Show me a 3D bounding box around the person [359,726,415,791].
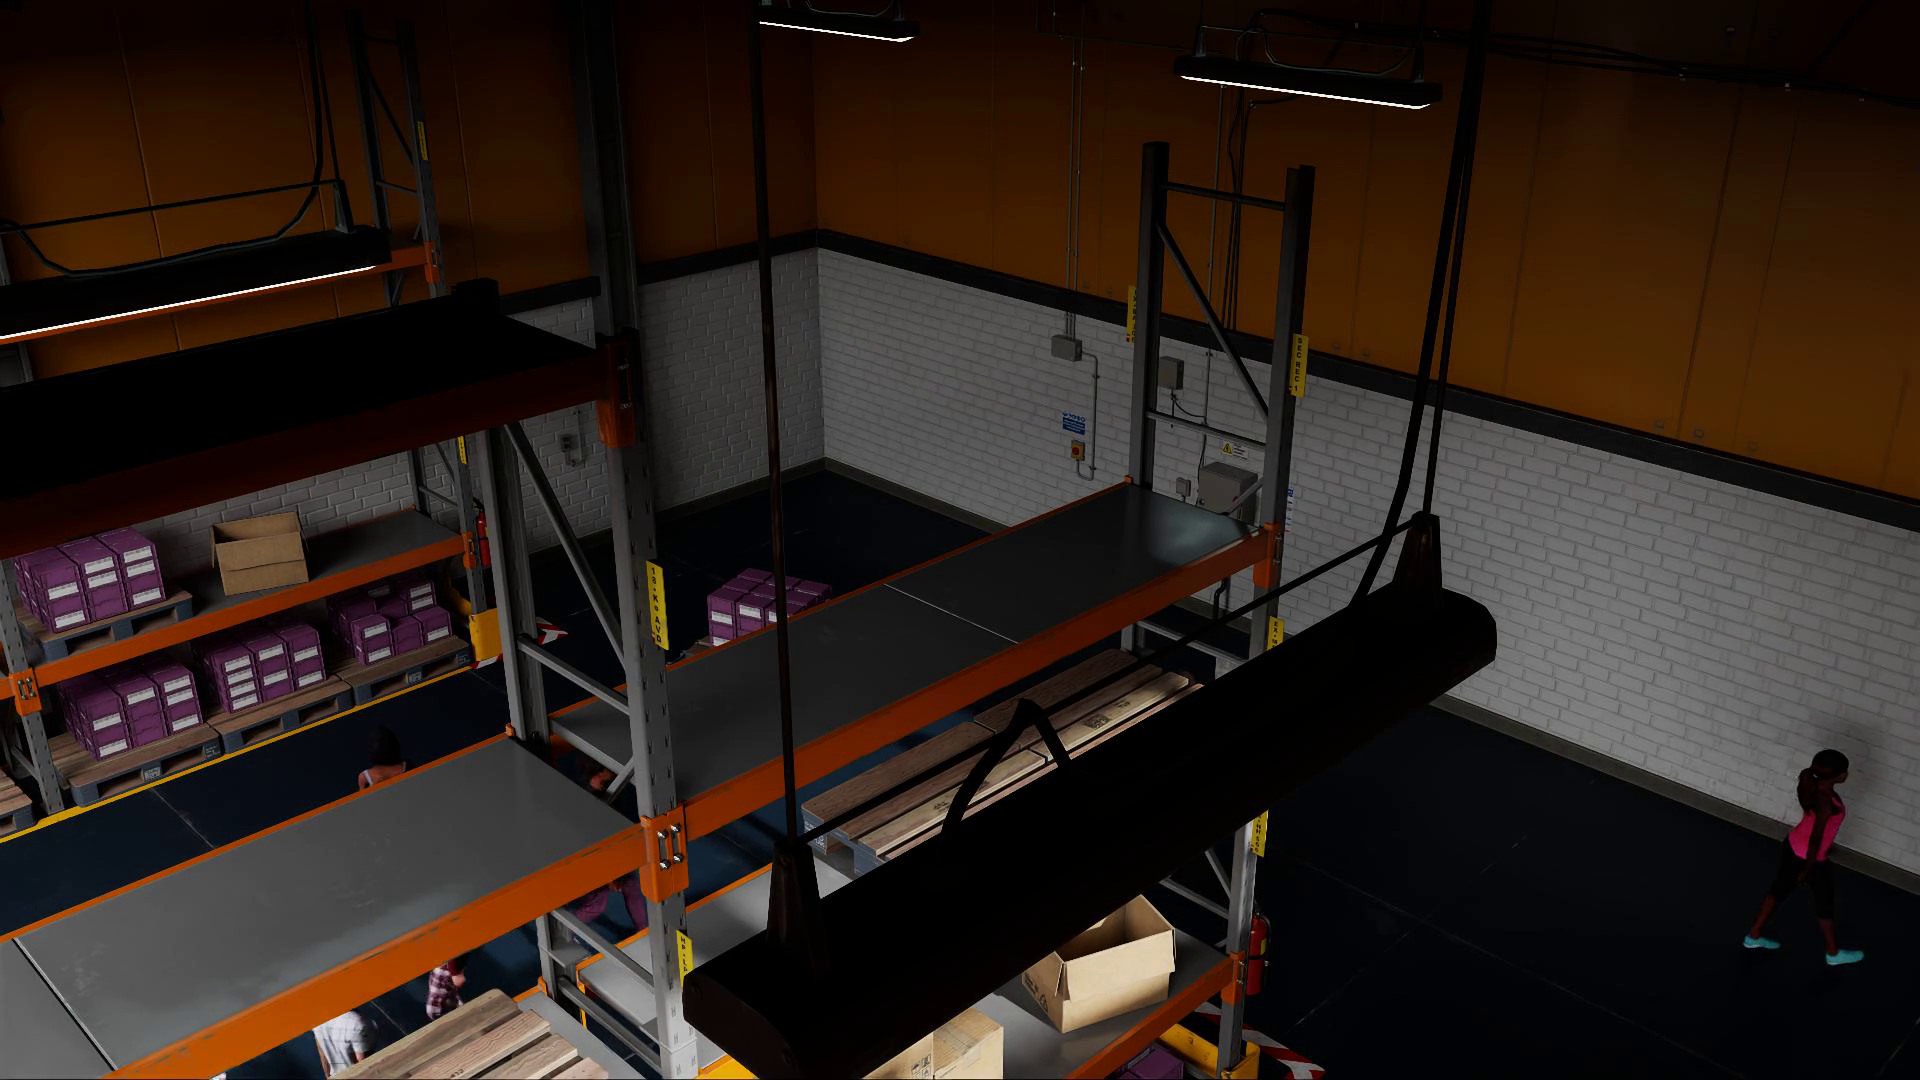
[{"bbox_3d":[-4.083,2.098,12.038,0.522,1.689,0.665,-16,28,-32],"label":"person"}]

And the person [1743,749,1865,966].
[{"bbox_3d":[5.901,2.223,11.756,0.982,1.687,0.996,4,24,9],"label":"person"}]

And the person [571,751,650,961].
[{"bbox_3d":[-2.578,2.214,11.690,1.161,1.756,1.105,0,24,1],"label":"person"}]
